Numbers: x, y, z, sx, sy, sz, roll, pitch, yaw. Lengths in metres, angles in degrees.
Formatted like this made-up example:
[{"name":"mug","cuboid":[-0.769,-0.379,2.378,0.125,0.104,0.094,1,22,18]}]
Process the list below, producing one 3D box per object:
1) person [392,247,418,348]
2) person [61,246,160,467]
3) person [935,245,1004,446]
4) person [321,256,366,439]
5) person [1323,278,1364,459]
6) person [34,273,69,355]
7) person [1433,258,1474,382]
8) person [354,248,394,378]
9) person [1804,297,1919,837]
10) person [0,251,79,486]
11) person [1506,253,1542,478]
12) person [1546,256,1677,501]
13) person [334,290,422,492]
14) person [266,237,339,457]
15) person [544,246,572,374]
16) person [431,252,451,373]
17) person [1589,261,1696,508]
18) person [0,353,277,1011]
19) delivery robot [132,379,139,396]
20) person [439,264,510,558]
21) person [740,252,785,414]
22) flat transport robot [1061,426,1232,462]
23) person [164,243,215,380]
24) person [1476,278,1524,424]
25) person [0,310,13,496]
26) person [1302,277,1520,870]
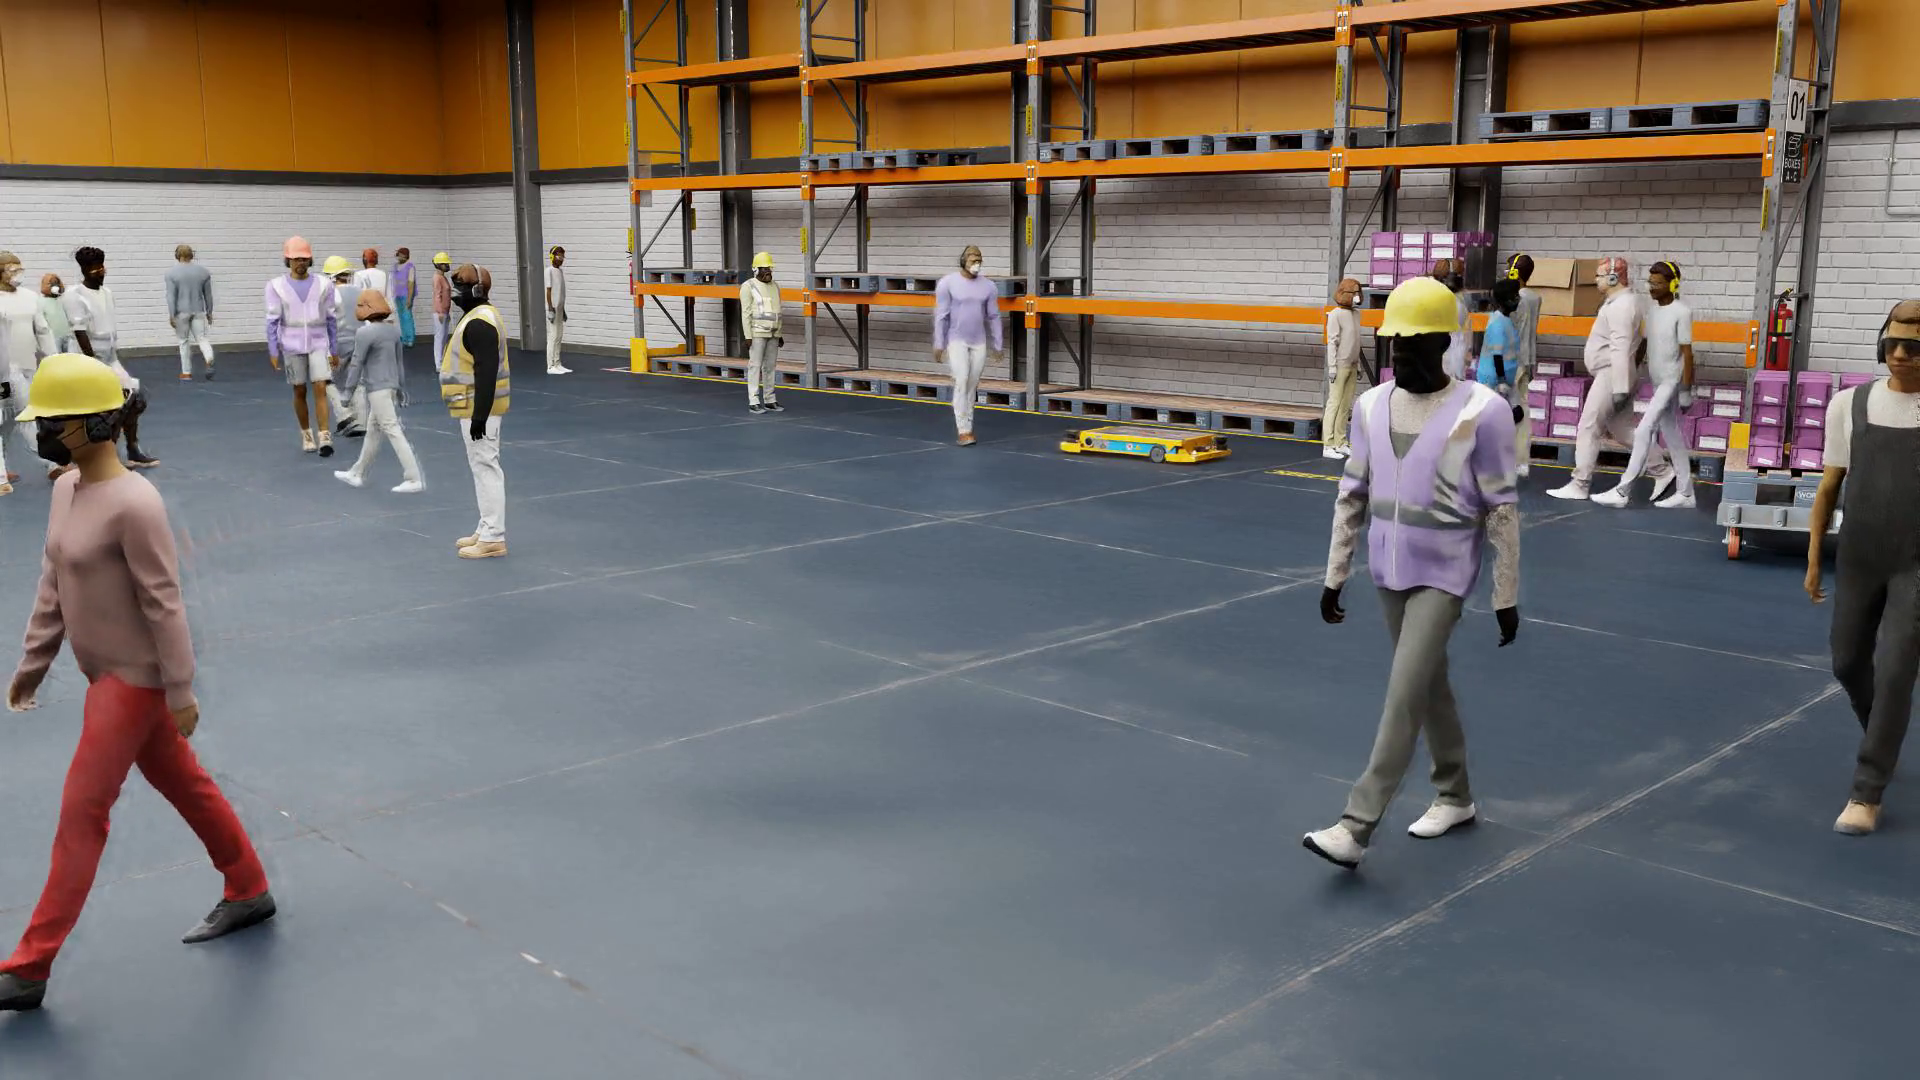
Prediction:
[{"name":"person","cuboid":[-10.036,-4.365,30.006,0.748,1.812,0.385,9,14,40]},{"name":"person","cuboid":[-7.326,-1.540,14.256,0.832,1.916,0.617,2,11,13]},{"name":"person","cuboid":[0.142,-1.854,15.965,0.661,1.921,0.721,-5,12,-25]},{"name":"person","cuboid":[-6.103,-1.889,16.451,0.432,1.821,0.595,5,11,25]},{"name":"person","cuboid":[3.514,-1.564,15.180,0.265,1.632,0.508,10,14,42]},{"name":"person","cuboid":[-10.570,-2.327,19.456,0.847,1.592,0.510,7,13,34]},{"name":"person","cuboid":[3.871,-1.324,13.308,0.429,1.844,0.627,-2,11,-12]},{"name":"person","cuboid":[-8.150,-3.142,23.221,0.933,1.850,0.576,6,12,29]},{"name":"person","cuboid":[3.251,0.067,5.792,0.513,1.822,0.771,9,14,41]},{"name":"person","cuboid":[-7.587,-1.375,13.454,1.008,1.885,0.650,2,11,11]},{"name":"person","cuboid":[4.636,-1.445,13.921,0.514,1.861,0.328,-10,14,-42]},{"name":"person","cuboid":[5.012,-1.204,12.585,0.897,1.870,0.658,5,12,26]},{"name":"person","cuboid":[-4.638,-1.169,13.133,0.847,1.585,0.518,2,11,12]},{"name":"person","cuboid":[-5.997,-1.753,15.223,0.629,1.990,1.021,-5,12,-26]},{"name":"person","cuboid":[-5.901,-3.368,24.393,0.327,1.863,0.521,2,11,9]},{"name":"person","cuboid":[-7.596,-3.331,24.460,0.322,1.768,0.523,-1,10,-4]},{"name":"person","cuboid":[5.077,-1.128,12.281,0.933,1.822,0.528,0,10,0]},{"name":"person","cuboid":[-2.305,0.361,4.472,0.528,1.715,0.943,10,14,43]},{"name":"delivery robot","cuboid":[-9.565,-1.688,18.547,0.707,0.478,0.477,0,10,-1]},{"name":"person","cuboid":[-3.060,-0.814,10.520,0.429,1.845,0.633,-3,11,-17]},{"name":"person","cuboid":[-2.237,-2.368,19.022,0.404,1.831,0.600,8,13,37]},{"name":"flat transport robot","cuboid":[1.698,-0.889,15.223,1.431,0.197,0.652,8,13,37]},{"name":"person","cuboid":[-10.693,-3.164,23.150,0.833,1.916,0.640,10,14,43]},{"name":"person","cuboid":[4.448,-1.313,13.680,0.378,1.676,0.536,6,12,28]},{"name":"person","cuboid":[-7.689,-1.241,12.854,0.636,1.842,0.429,-5,11,-24]},{"name":"person","cuboid":[1.409,0.112,5.346,0.979,1.878,0.614,-7,13,-34]}]
